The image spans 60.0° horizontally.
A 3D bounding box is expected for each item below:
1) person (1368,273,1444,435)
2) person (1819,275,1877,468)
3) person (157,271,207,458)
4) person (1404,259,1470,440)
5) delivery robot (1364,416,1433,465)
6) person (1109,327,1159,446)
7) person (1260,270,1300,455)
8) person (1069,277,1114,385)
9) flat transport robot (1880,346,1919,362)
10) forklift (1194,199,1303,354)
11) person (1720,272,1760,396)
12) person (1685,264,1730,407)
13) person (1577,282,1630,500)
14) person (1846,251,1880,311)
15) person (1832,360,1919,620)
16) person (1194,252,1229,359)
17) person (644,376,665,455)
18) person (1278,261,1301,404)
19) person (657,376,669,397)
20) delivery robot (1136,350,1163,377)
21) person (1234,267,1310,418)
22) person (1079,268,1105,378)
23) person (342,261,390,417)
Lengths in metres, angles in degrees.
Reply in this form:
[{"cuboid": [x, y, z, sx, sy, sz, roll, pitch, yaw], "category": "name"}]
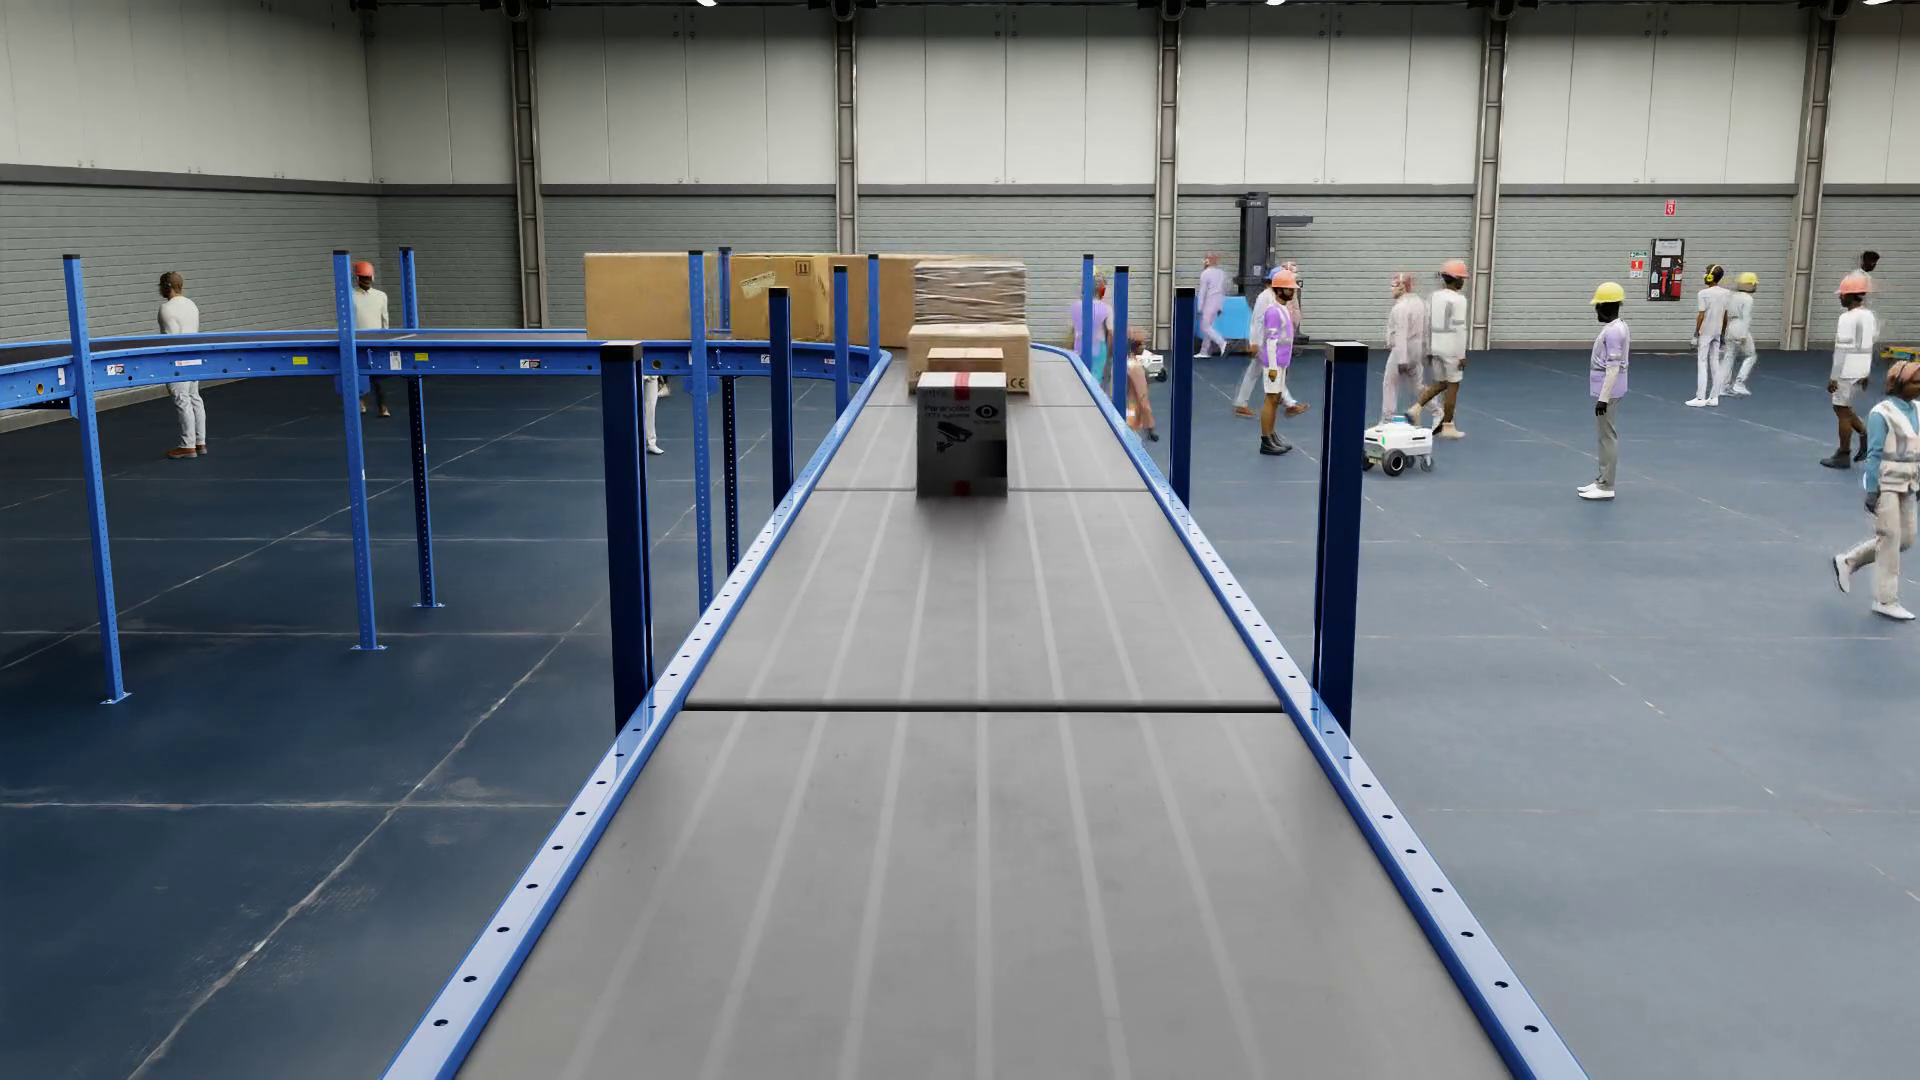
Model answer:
[{"cuboid": [5.205, -2.137, 19.160, 0.893, 1.874, 0.650, 9, 14, 38], "category": "person"}, {"cuboid": [8.918, -1.680, 16.658, 0.543, 1.925, 0.466, -9, 14, -40], "category": "person"}, {"cuboid": [-8.178, -1.840, 17.444, 0.356, 1.938, 0.638, 0, 11, 1], "category": "person"}, {"cuboid": [5.449, -2.141, 18.764, 0.592, 2.027, 0.616, -4, 12, -18], "category": "person"}, {"cuboid": [4.348, -0.991, 16.516, 0.707, 0.478, 0.477, -6, 13, -29], "category": "delivery robot"}, {"cuboid": [1.465, -0.922, 13.539, 0.658, 1.613, 0.536, -2, 11, -12], "category": "person"}, {"cuboid": [3.406, -1.896, 17.731, 0.376, 1.939, 0.547, 5, 12, 24], "category": "person"}, {"cuboid": [1.599, -2.122, 19.222, 0.599, 1.811, 0.838, 9, 14, 38], "category": "person"}, {"cuboid": [16.776, -3.238, 29.036, 0.652, 0.197, 1.431, 0, 11, 1], "category": "flat transport robot"}, {"cuboid": [5.313, -4.851, 30.603, 1.873, 2.768, 1.129, 0, 11, 1], "category": "forklift"}, {"cuboid": [10.999, -2.893, 23.415, 0.493, 1.728, 0.503, -1, 11, -7], "category": "person"}, {"cuboid": [9.959, -2.719, 22.127, 0.532, 1.876, 0.319, -4, 12, -18], "category": "person"}, {"cuboid": [5.765, -1.332, 14.860, 0.364, 1.928, 0.587, 4, 12, 20], "category": "person"}, {"cuboid": [15.157, -3.896, 27.983, 0.447, 1.938, 0.641, 9, 14, 39], "category": "person"}, {"cuboid": [5.848, -0.338, 10.529, 0.524, 1.619, 0.576, -6, 12, -28], "category": "person"}, {"cuboid": [4.448, -4.126, 29.335, 0.731, 1.885, 0.654, 10, 15, 41], "category": "person"}, {"cuboid": [-3.341, -1.705, 17.531, 0.314, 1.636, 0.517, 10, 15, 42], "category": "person"}, {"cuboid": [4.394, -2.804, 22.486, 0.403, 1.904, 0.651, 0, 11, -2], "category": "person"}, {"cuboid": [-4.378, -2.786, 23.001, 0.546, 1.652, 0.838, 9, 14, 38], "category": "person"}, {"cuboid": [2.786, -2.748, 25.547, 0.477, 0.478, 0.707, -8, 14, -35], "category": "delivery robot"}, {"cuboid": [3.882, -2.432, 20.647, 1.019, 1.872, 0.662, 4, 12, 21], "category": "person"}, {"cuboid": [1.904, -3.372, 25.809, 0.800, 1.733, 0.547, -2, 11, -11], "category": "person"}, {"cuboid": [-7.582, -2.568, 21.184, 0.618, 1.954, 1.010, -7, 13, -31], "category": "person"}]
